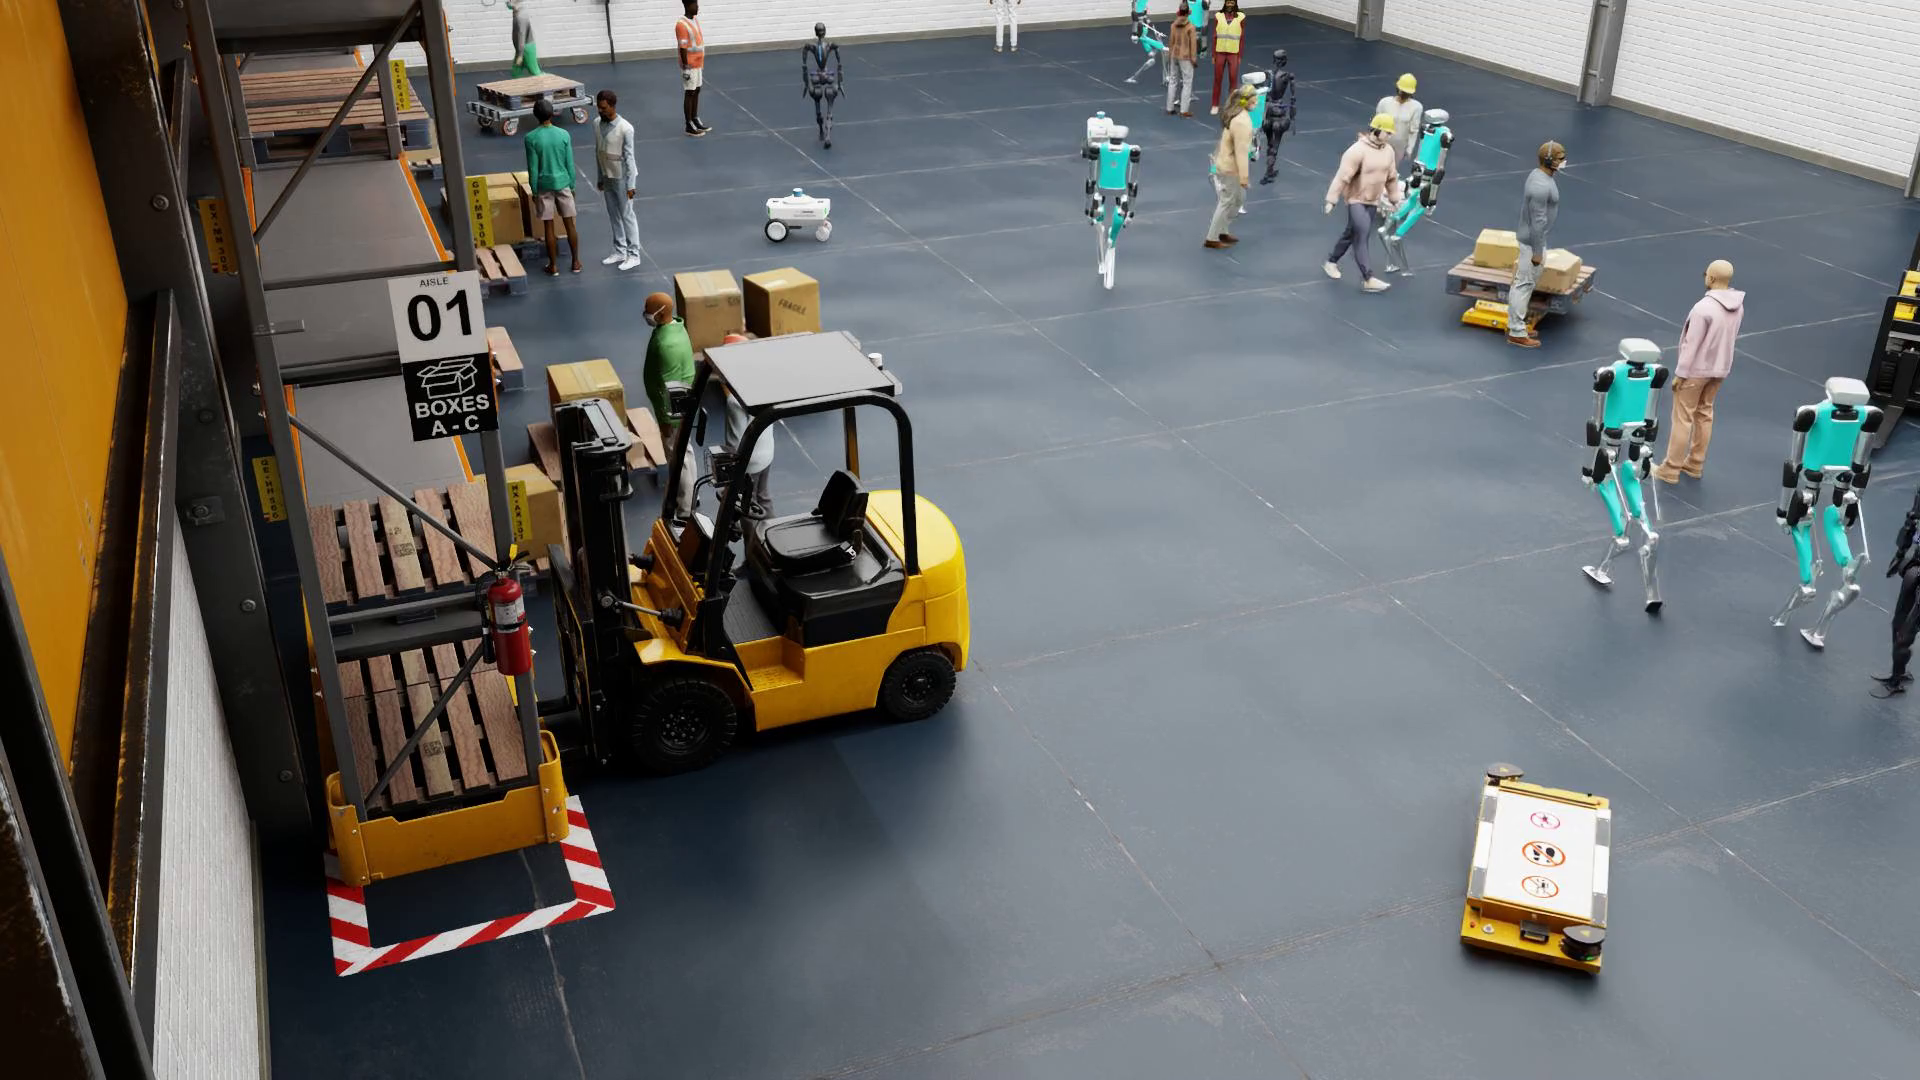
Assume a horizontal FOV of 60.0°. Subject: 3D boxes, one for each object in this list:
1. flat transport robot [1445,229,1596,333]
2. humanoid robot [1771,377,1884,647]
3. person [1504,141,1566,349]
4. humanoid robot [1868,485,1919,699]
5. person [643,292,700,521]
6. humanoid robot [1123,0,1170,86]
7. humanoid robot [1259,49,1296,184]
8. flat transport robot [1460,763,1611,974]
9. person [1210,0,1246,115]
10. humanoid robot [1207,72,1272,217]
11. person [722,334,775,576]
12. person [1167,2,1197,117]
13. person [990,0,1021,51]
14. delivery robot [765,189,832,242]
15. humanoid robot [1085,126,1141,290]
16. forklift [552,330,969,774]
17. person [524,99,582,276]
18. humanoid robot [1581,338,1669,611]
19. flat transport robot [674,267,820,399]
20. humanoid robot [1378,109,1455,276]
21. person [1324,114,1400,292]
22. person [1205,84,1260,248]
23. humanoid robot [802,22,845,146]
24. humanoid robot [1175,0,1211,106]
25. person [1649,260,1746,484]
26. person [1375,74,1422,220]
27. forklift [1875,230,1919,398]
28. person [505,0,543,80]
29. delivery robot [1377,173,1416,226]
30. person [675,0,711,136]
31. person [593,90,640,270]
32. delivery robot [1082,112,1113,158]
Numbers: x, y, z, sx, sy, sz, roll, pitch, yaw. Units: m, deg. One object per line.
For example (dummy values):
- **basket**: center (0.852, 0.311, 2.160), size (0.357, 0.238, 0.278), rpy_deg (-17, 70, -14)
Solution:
- **flat transport robot**: center (5.629, -2.418, 16.796), size (0.659, 0.231, 1.431), rpy_deg (17, 31, 30)
- **humanoid robot**: center (5.526, -0.090, 10.556), size (0.535, 1.810, 0.734), rpy_deg (1, 27, 1)
- **person**: center (5.427, -2.794, 15.689), size (0.372, 1.940, 0.626), rpy_deg (7, 27, 13)
- **humanoid robot**: center (5.819, 0.182, 10.068), size (0.435, 1.643, 0.609), rpy_deg (-1, 27, -3)
- **person**: center (-2.120, -0.974, 12.248), size (0.383, 1.778, 0.543), rpy_deg (-2, 27, -3)
- **humanoid robot**: center (3.129, -8.118, 26.547), size (0.992, 1.779, 0.530), rpy_deg (12, 29, 22)
- **humanoid robot**: center (4.045, -5.412, 21.197), size (0.601, 1.636, 0.651), rpy_deg (23, 35, 38)
- **flat transport robot**: center (3.018, 1.674, 8.658), size (0.659, 0.231, 1.431), rpy_deg (10, 28, 18)
- **person**: center (3.962, -7.202, 24.652), size (0.470, 1.765, 0.365), rpy_deg (6, 27, 13)
- **humanoid robot**: center (3.196, -4.646, 19.446), size (0.533, 1.677, 0.735), rpy_deg (-23, 34, -37)
- **person**: center (-1.478, -0.588, 11.522), size (0.351, 1.738, 0.571), rpy_deg (8, 28, 15)
- **person**: center (3.264, -7.076, 24.529), size (0.488, 1.638, 0.328), rpy_deg (21, 34, 36)
- **person**: center (0.803, -9.557, 29.202), size (0.573, 1.883, 0.355), rpy_deg (-3, 27, -6)
- **delivery robot**: center (-1.867, -3.720, 19.085), size (0.813, 0.609, 0.499), rpy_deg (1, 27, 1)
- **humanoid robot**: center (1.572, -3.487, 17.330), size (0.550, 1.754, 1.038), rpy_deg (2, 27, 4)
- **forklift**: center (-1.094, 0.010, 9.831), size (2.313, 2.155, 1.214), rpy_deg (-10, 28, -20)
- **person**: center (-4.317, -3.728, 17.646), size (0.494, 1.848, 0.394), rpy_deg (-11, 29, -21)
- **humanoid robot**: center (4.553, -0.363, 11.158), size (0.552, 1.862, 0.856), rpy_deg (-7, 28, -14)
- **flat transport robot**: center (-1.886, -1.555, 15.079), size (0.659, 0.231, 1.431), rpy_deg (-7, 28, -14)
- **humanoid robot**: center (4.730, -3.606, 17.570), size (0.727, 1.830, 0.530), rpy_deg (-7, 28, -14)
- **person**: center (4.193, -3.527, 17.306), size (0.874, 1.797, 0.956), rpy_deg (-15, 30, -27)
- **person**: center (3.015, -4.132, 18.449), size (0.522, 1.842, 0.579), rpy_deg (3, 27, 6)
- **humanoid robot**: center (-1.895, -6.301, 23.003), size (0.584, 1.639, 0.750), rpy_deg (0, 27, 0)
- **humanoid robot**: center (3.382, -7.478, 25.248), size (0.875, 1.781, 0.551), rpy_deg (-18, 32, -31)
- **person**: center (5.756, -1.290, 12.882), size (0.537, 1.774, 0.416), rpy_deg (-14, 30, -26)
- **person**: center (5.124, -4.644, 19.620), size (0.525, 1.694, 0.890), rpy_deg (1, 27, 2)
- **forklift**: center (9.029, -2.397, 14.618), size (1.214, 2.155, 2.313), rpy_deg (18, 32, 32)
- **person**: center (-6.496, -7.354, 24.918), size (0.951, 1.802, 0.519), rpy_deg (-10, 28, -19)
- **delivery robot**: center (5.118, -4.059, 19.740), size (0.499, 0.592, 0.771), rpy_deg (-5, 27, -10)
- **person**: center (-3.774, -6.722, 23.472), size (0.361, 1.962, 0.612), rpy_deg (5, 27, 10)
- **person**: center (-3.685, -3.886, 17.893), size (0.586, 1.911, 0.401), rpy_deg (22, 34, 36)
- **delivery robot**: center (1.906, -5.487, 22.605), size (0.499, 0.614, 0.790), rpy_deg (1, 27, 3)
